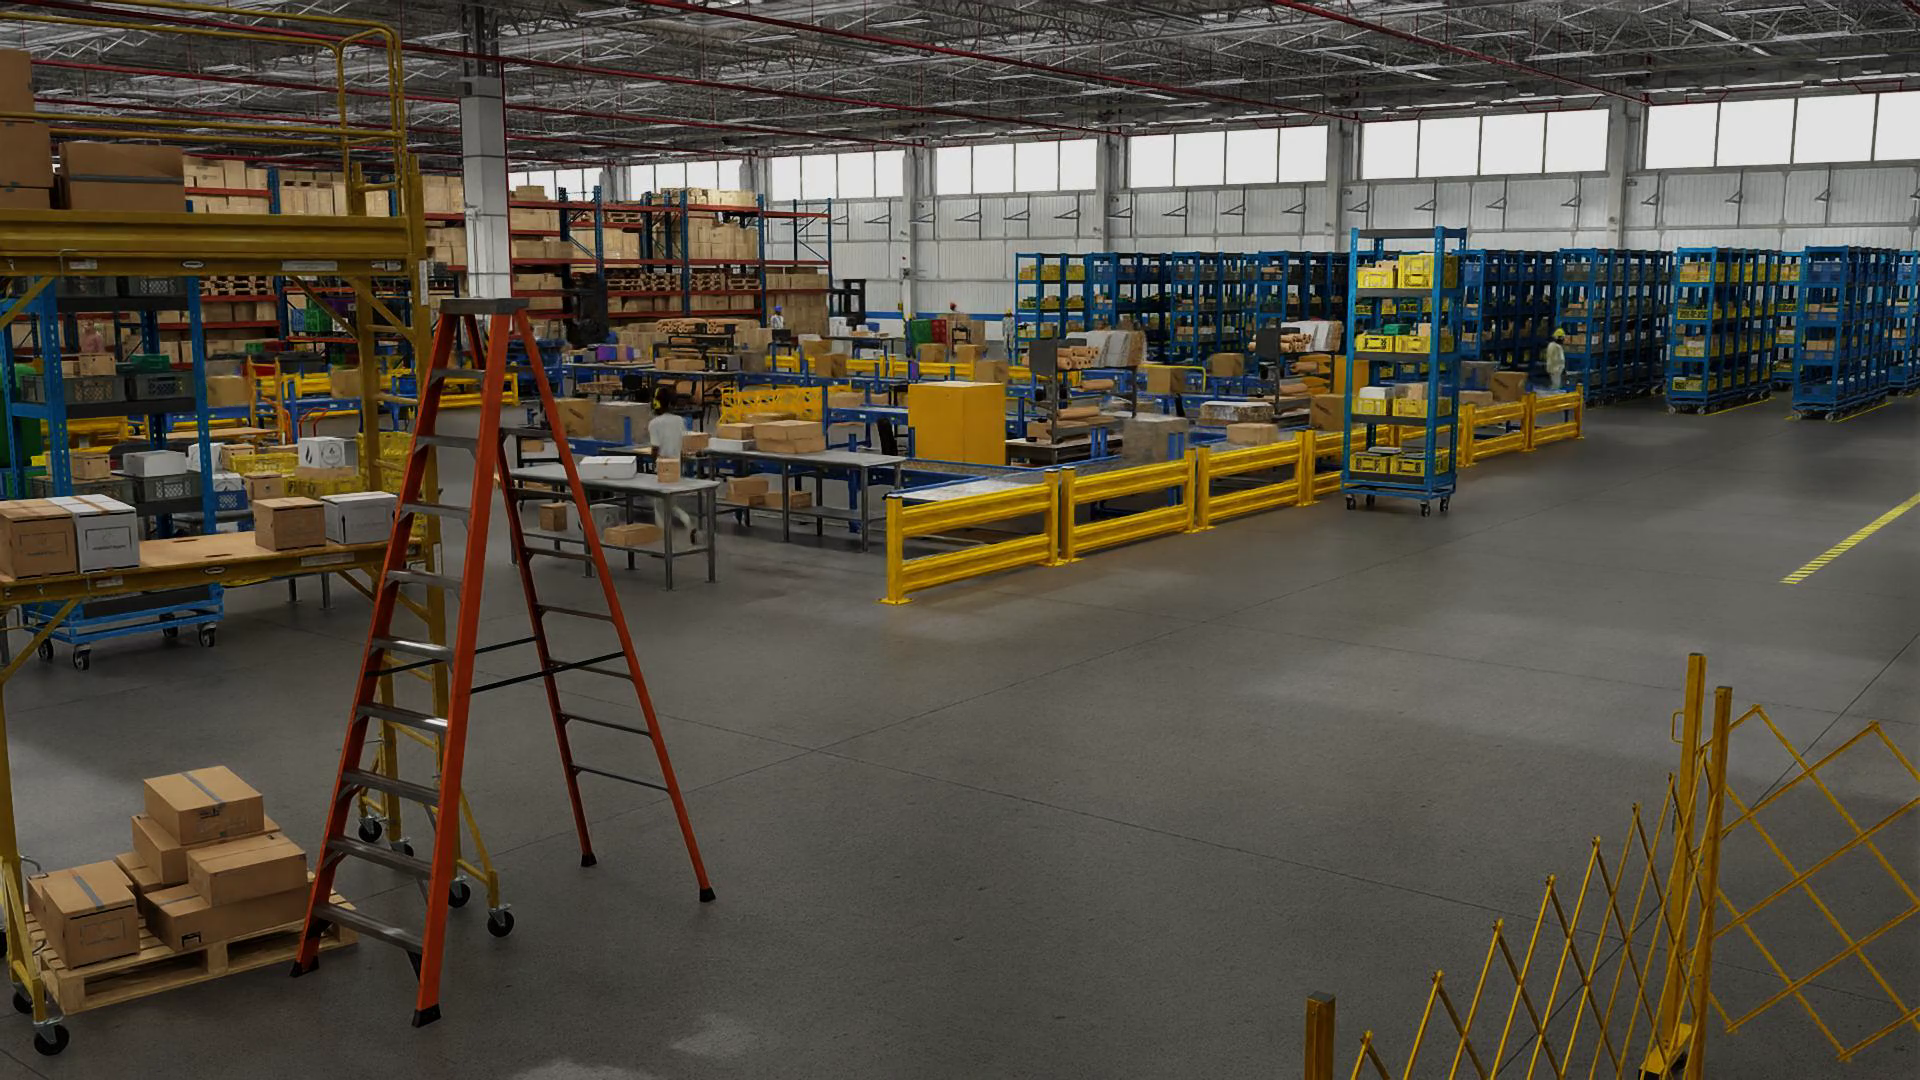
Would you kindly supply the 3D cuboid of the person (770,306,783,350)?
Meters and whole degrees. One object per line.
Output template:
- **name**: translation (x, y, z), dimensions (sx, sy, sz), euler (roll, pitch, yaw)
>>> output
- **person**: translation (-6.170, -6.953, 56.325), dimensions (0.385, 1.948, 0.602), euler (5, 11, 31)

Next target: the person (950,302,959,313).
- **person**: translation (-0.154, -8.701, 67.502), dimensions (1.025, 1.866, 0.603), euler (2, 9, 11)

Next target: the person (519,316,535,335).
- **person**: translation (-12.661, -5.622, 48.437), dimensions (0.588, 1.802, 0.840), euler (6, 11, 33)

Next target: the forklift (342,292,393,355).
- **forklift**: translation (-16.485, -5.622, 45.120), dimensions (1.129, 2.768, 1.873), euler (7, 11, 37)

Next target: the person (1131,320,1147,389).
- **person**: translation (4.425, -4.558, 41.567), dimensions (0.639, 1.891, 0.422), euler (-3, 10, -18)

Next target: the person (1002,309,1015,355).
- **person**: translation (1.815, -7.737, 61.892), dimensions (0.483, 1.733, 0.346), euler (-1, 9, -6)

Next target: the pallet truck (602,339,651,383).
- **pallet truck**: translation (-8.991, -4.871, 45.351), dimensions (0.653, 1.274, 1.630), euler (7, 11, 37)

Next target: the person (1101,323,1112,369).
- **person**: translation (3.630, -4.547, 41.755), dimensions (0.829, 1.809, 0.596), euler (5, 10, 28)

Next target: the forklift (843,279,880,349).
- **forklift**: translation (-4.129, -8.912, 65.654), dimensions (1.129, 2.768, 1.873), euler (7, 11, 37)

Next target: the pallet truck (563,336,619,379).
- **pallet truck**: translation (-10.690, -5.294, 48.215), dimensions (1.601, 1.201, 0.680), euler (-5, 10, -26)

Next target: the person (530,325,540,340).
- **person**: translation (-11.561, -4.960, 44.787), dimensions (0.543, 1.658, 0.779), euler (-8, 12, -42)

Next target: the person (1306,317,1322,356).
- **person**: translation (8.498, -4.384, 40.193), dimensions (0.660, 1.976, 0.566), euler (-7, 11, -37)

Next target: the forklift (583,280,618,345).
- **forklift**: translation (-11.883, -7.120, 54.471), dimensions (1.129, 2.768, 1.873), euler (7, 11, 37)

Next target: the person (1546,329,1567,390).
- **person**: translation (13.229, -3.775, 36.889), dimensions (0.430, 1.817, 0.627), euler (7, 11, 36)

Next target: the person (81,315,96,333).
- **person**: translation (-26.244, -5.870, 50.061), dimensions (0.568, 1.792, 0.955), euler (6, 11, 32)

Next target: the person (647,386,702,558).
- **person**: translation (-3.059, -0.701, 17.610), dimensions (0.592, 1.851, 0.530), euler (7, 11, 36)

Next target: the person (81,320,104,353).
- **person**: translation (-21.255, -4.430, 40.706), dimensions (0.638, 1.911, 0.402), euler (4, 10, 22)
